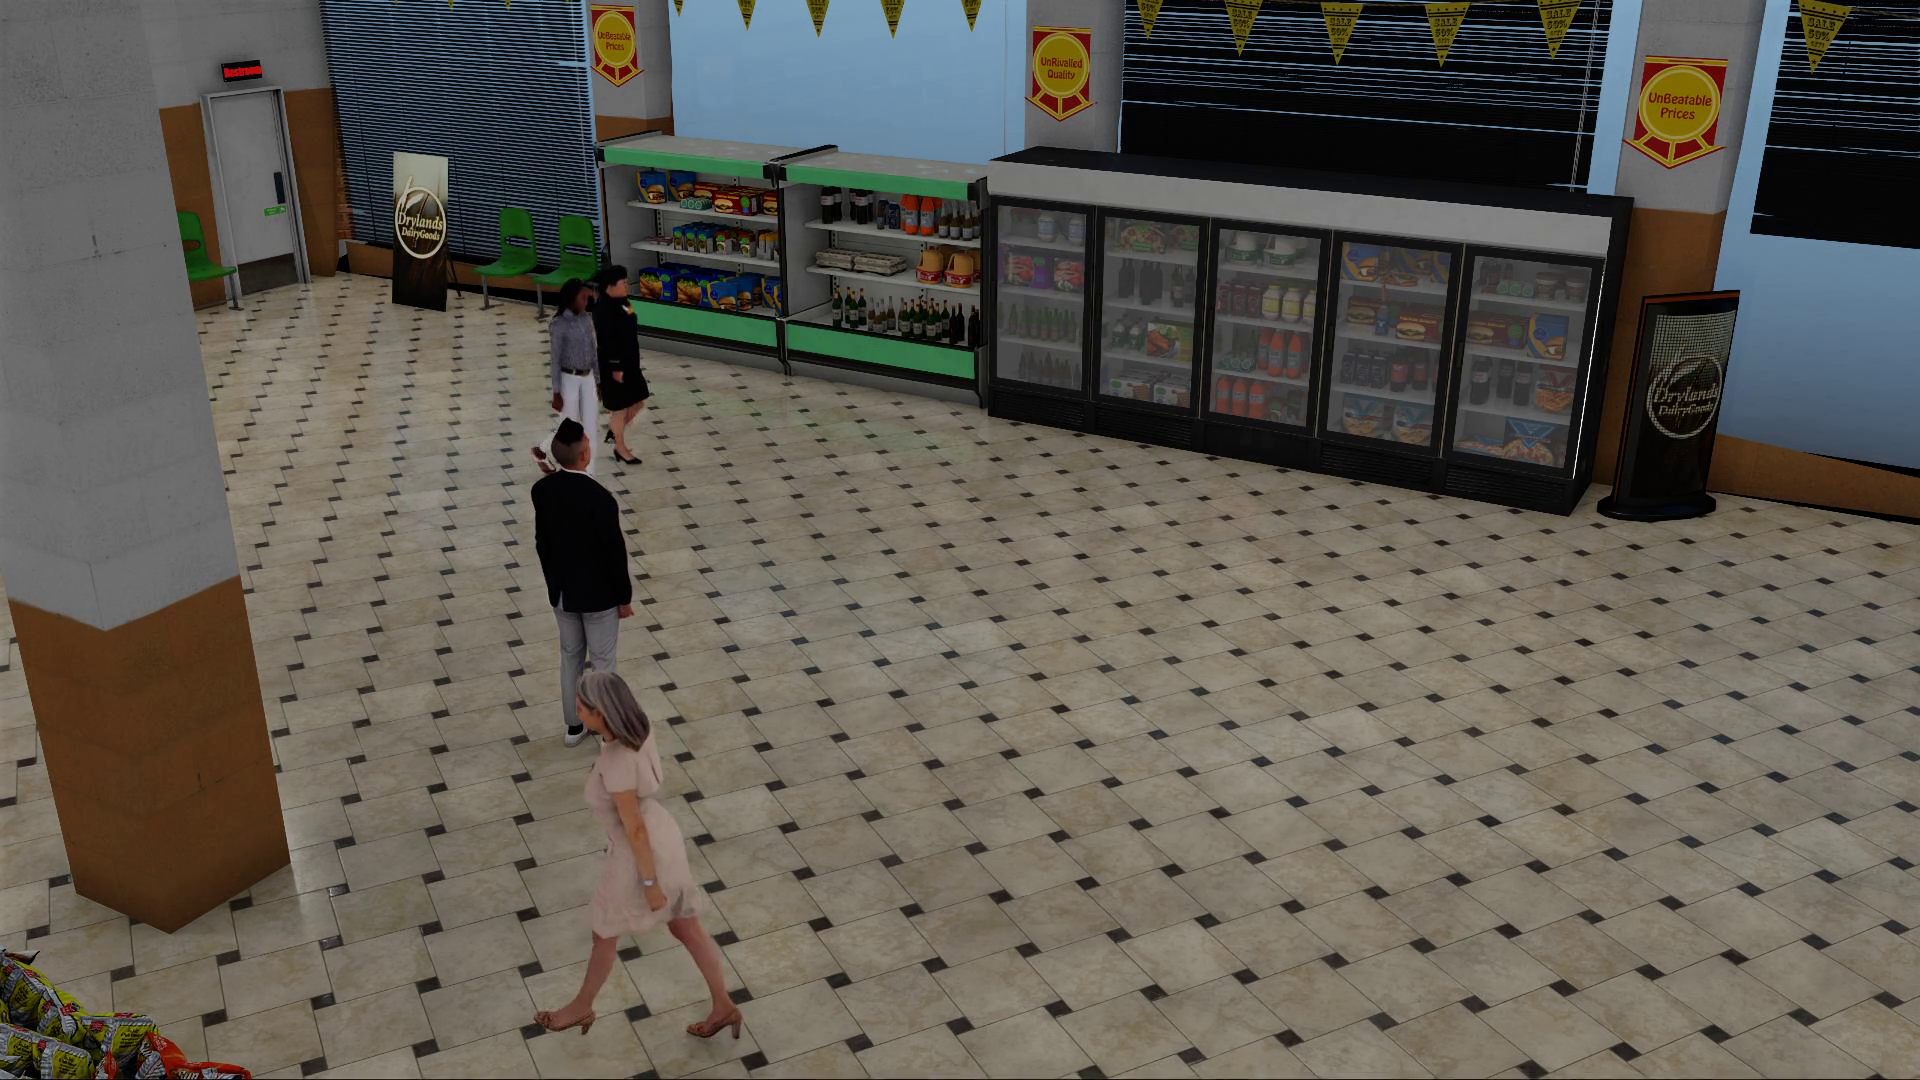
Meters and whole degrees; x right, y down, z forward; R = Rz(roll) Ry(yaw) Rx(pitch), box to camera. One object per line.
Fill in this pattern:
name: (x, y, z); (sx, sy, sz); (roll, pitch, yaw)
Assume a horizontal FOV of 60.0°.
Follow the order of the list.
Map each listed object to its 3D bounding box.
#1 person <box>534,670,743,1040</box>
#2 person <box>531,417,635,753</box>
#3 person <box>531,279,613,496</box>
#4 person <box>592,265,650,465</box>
person: (-1.203, 1.342, 6.718); (1.176, 1.681, 0.922); (1, 22, 3)
person: (-2.062, 0.243, 9.092); (0.547, 1.950, 0.789); (10, 24, 23)
person: (-3.071, -1.184, 12.985); (1.001, 1.694, 0.656); (14, 26, 32)
person: (-2.868, -1.418, 13.606); (0.731, 1.665, 0.767); (6, 23, 15)
